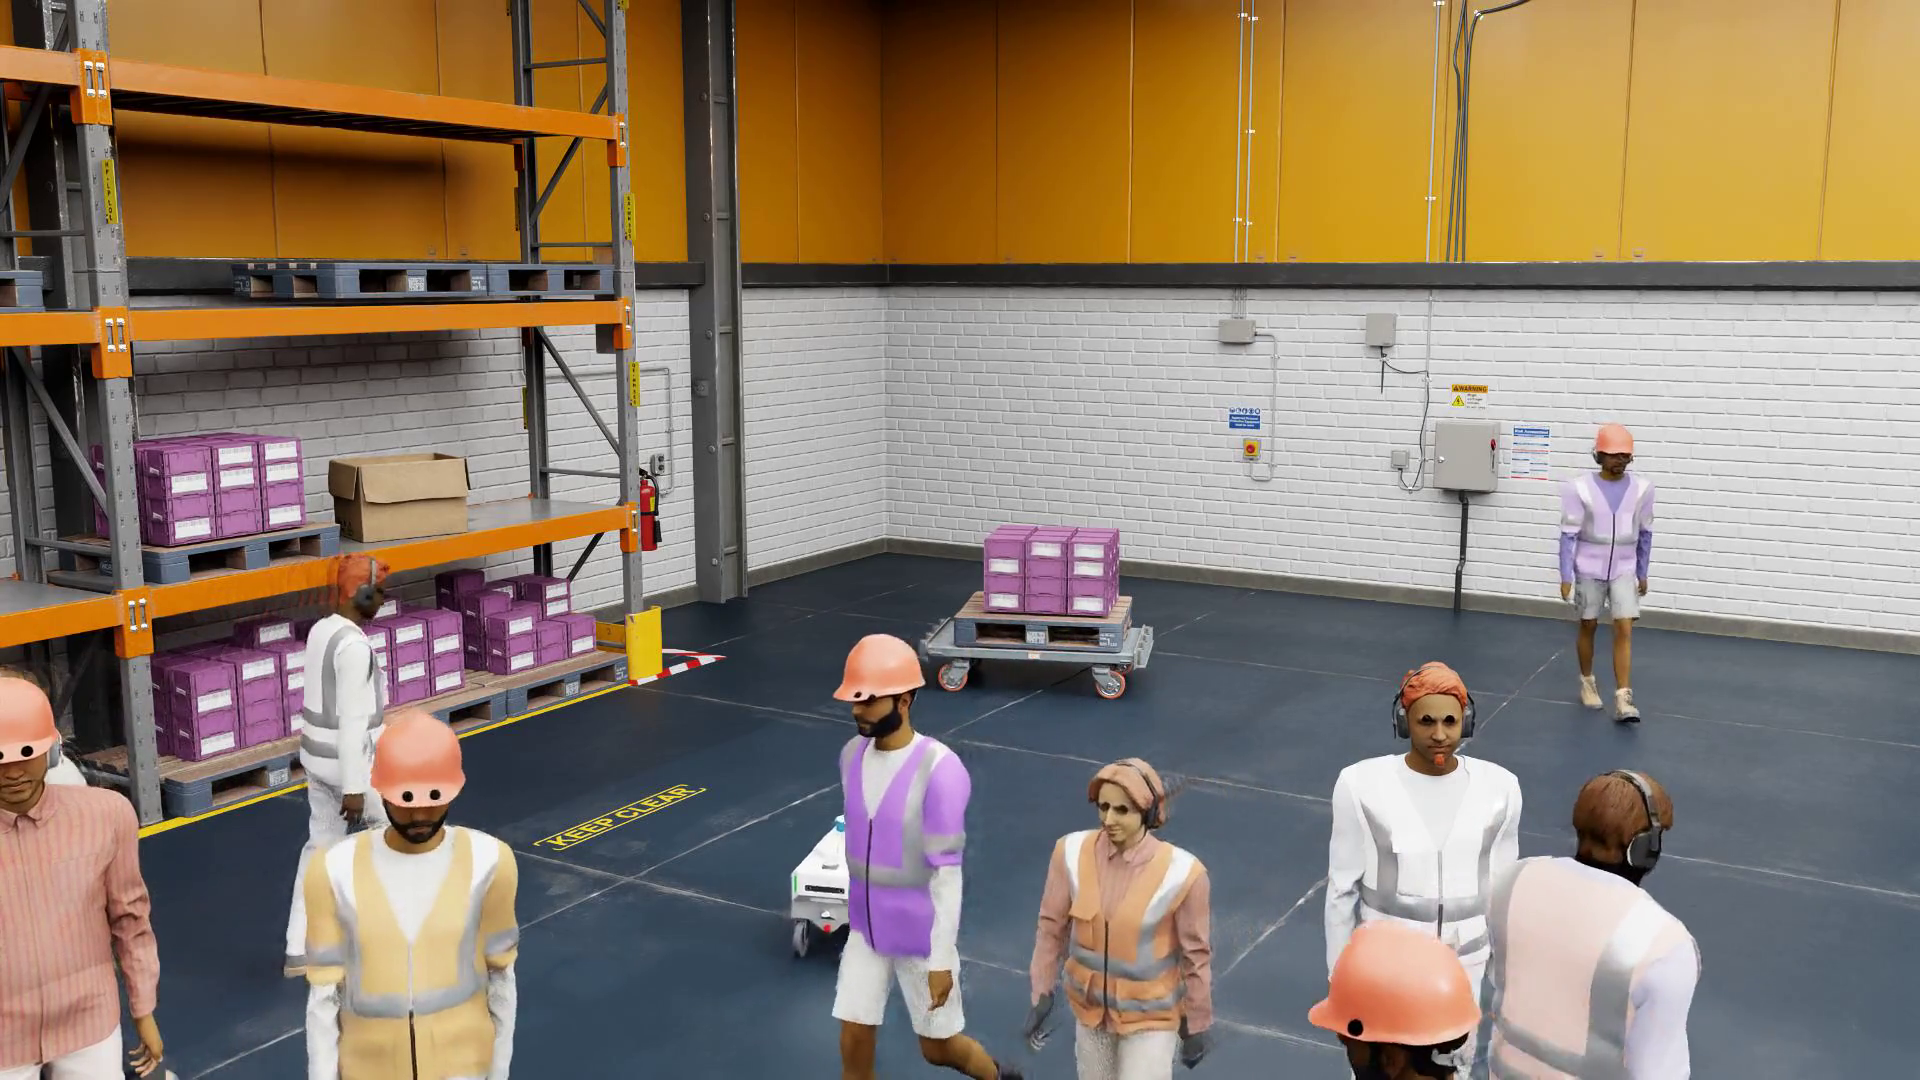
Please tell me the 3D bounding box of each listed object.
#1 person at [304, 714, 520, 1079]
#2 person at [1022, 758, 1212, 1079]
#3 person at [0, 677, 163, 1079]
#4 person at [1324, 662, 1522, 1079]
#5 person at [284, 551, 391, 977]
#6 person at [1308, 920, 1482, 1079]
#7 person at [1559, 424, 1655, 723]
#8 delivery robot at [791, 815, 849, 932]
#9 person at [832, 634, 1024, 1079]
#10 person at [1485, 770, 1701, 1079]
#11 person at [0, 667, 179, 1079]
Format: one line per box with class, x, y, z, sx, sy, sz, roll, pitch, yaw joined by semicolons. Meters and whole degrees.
person;-1.464;1.369;4.485;0.568;1.917;0.659;-3;10;-17
person;0.455;1.444;4.934;0.527;1.620;0.590;6;11;34
person;-2.487;1.333;4.491;0.622;1.987;0.406;-8;12;-41
person;1.391;1.296;5.025;0.584;1.882;0.349;0;9;-1
person;-2.585;0.965;7.211;0.821;1.838;0.641;-7;12;-38
person;0.787;1.606;3.088;0.548;1.874;1.002;-8;12;-41
person;4.396;0.232;11.260;0.634;2.005;0.965;1;9;8
delivery robot;-0.513;1.500;7.590;0.477;0.478;0.707;2;9;13
person;-0.140;1.220;5.413;0.544;1.913;0.849;8;12;39
person;1.667;1.459;4.249;0.864;1.803;0.652;-5;10;-30
person;-2.929;1.264;5.433;0.549;1.821;0.583;4;10;22
